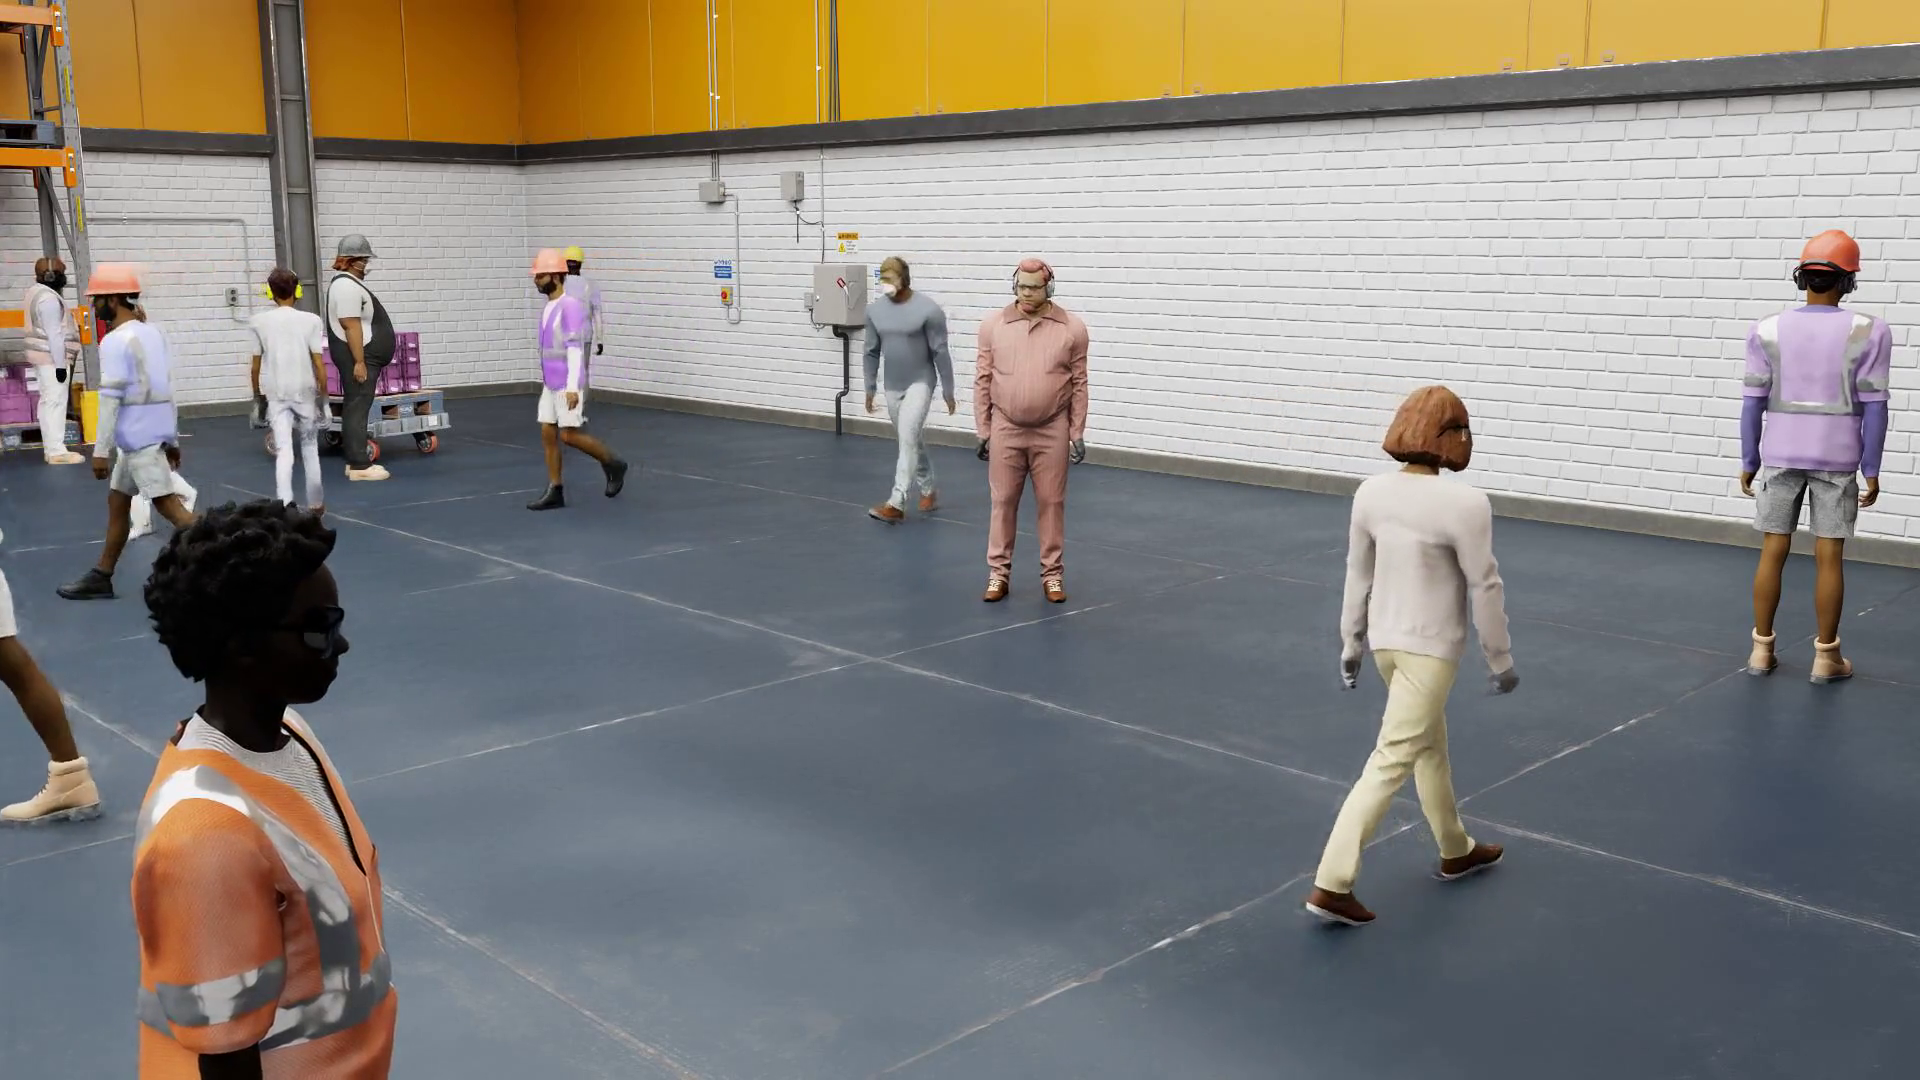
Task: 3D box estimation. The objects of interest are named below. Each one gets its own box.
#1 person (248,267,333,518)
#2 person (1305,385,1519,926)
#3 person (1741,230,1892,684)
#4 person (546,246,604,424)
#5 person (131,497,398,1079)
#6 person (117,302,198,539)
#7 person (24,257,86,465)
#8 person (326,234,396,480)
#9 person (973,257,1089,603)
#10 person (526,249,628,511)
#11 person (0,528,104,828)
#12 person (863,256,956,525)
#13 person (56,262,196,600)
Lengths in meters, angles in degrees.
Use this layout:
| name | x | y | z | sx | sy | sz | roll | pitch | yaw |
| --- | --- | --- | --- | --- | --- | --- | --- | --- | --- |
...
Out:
| name | x | y | z | sx | sy | sz | roll | pitch | yaw |
| --- | --- | --- | --- | --- | --- | --- | --- | --- | --- |
| person | -4.606 | -0.964 | 11.462 | 0.533 | 1.806 | 1.005 | -3 | 11 | -16 |
| person | 1.354 | 0.331 | 4.980 | 0.891 | 1.588 | 0.498 | -5 | 12 | -27 |
| person | 3.865 | -0.371 | 7.558 | 0.605 | 2.044 | 0.375 | 8 | 13 | 37 |
| person | -4.131 | -2.197 | 17.876 | 0.607 | 1.908 | 0.420 | -1 | 10 | -6 |
| person | -0.903 | 0.784 | 2.208 | 0.316 | 1.695 | 0.542 | -3 | 11 | -15 |
| person | -5.434 | -0.817 | 11.152 | 0.509 | 1.627 | 0.467 | 3 | 11 | 18 |
| person | -8.040 | -1.585 | 14.776 | 0.432 | 1.836 | 0.618 | -8 | 13 | -39 |
| person | -4.974 | -1.526 | 13.863 | 0.536 | 2.000 | 0.688 | -4 | 11 | -23 |
| person | 0.387 | -0.595 | 9.173 | 0.637 | 1.902 | 0.406 | 1 | 10 | 4 |
| person | -2.876 | -1.182 | 12.307 | 0.687 | 1.922 | 0.547 | -9 | 13 | -39 |
| person | -3.468 | 0.032 | 5.514 | 1.064 | 1.980 | 0.629 | -4 | 11 | -19 |
| person | -0.350 | -1.078 | 11.880 | 0.672 | 1.881 | 1.052 | 6 | 12 | 30 |
| person | -4.482 | -0.574 | 9.126 | 1.037 | 1.884 | 0.560 | -1 | 10 | -5 |
